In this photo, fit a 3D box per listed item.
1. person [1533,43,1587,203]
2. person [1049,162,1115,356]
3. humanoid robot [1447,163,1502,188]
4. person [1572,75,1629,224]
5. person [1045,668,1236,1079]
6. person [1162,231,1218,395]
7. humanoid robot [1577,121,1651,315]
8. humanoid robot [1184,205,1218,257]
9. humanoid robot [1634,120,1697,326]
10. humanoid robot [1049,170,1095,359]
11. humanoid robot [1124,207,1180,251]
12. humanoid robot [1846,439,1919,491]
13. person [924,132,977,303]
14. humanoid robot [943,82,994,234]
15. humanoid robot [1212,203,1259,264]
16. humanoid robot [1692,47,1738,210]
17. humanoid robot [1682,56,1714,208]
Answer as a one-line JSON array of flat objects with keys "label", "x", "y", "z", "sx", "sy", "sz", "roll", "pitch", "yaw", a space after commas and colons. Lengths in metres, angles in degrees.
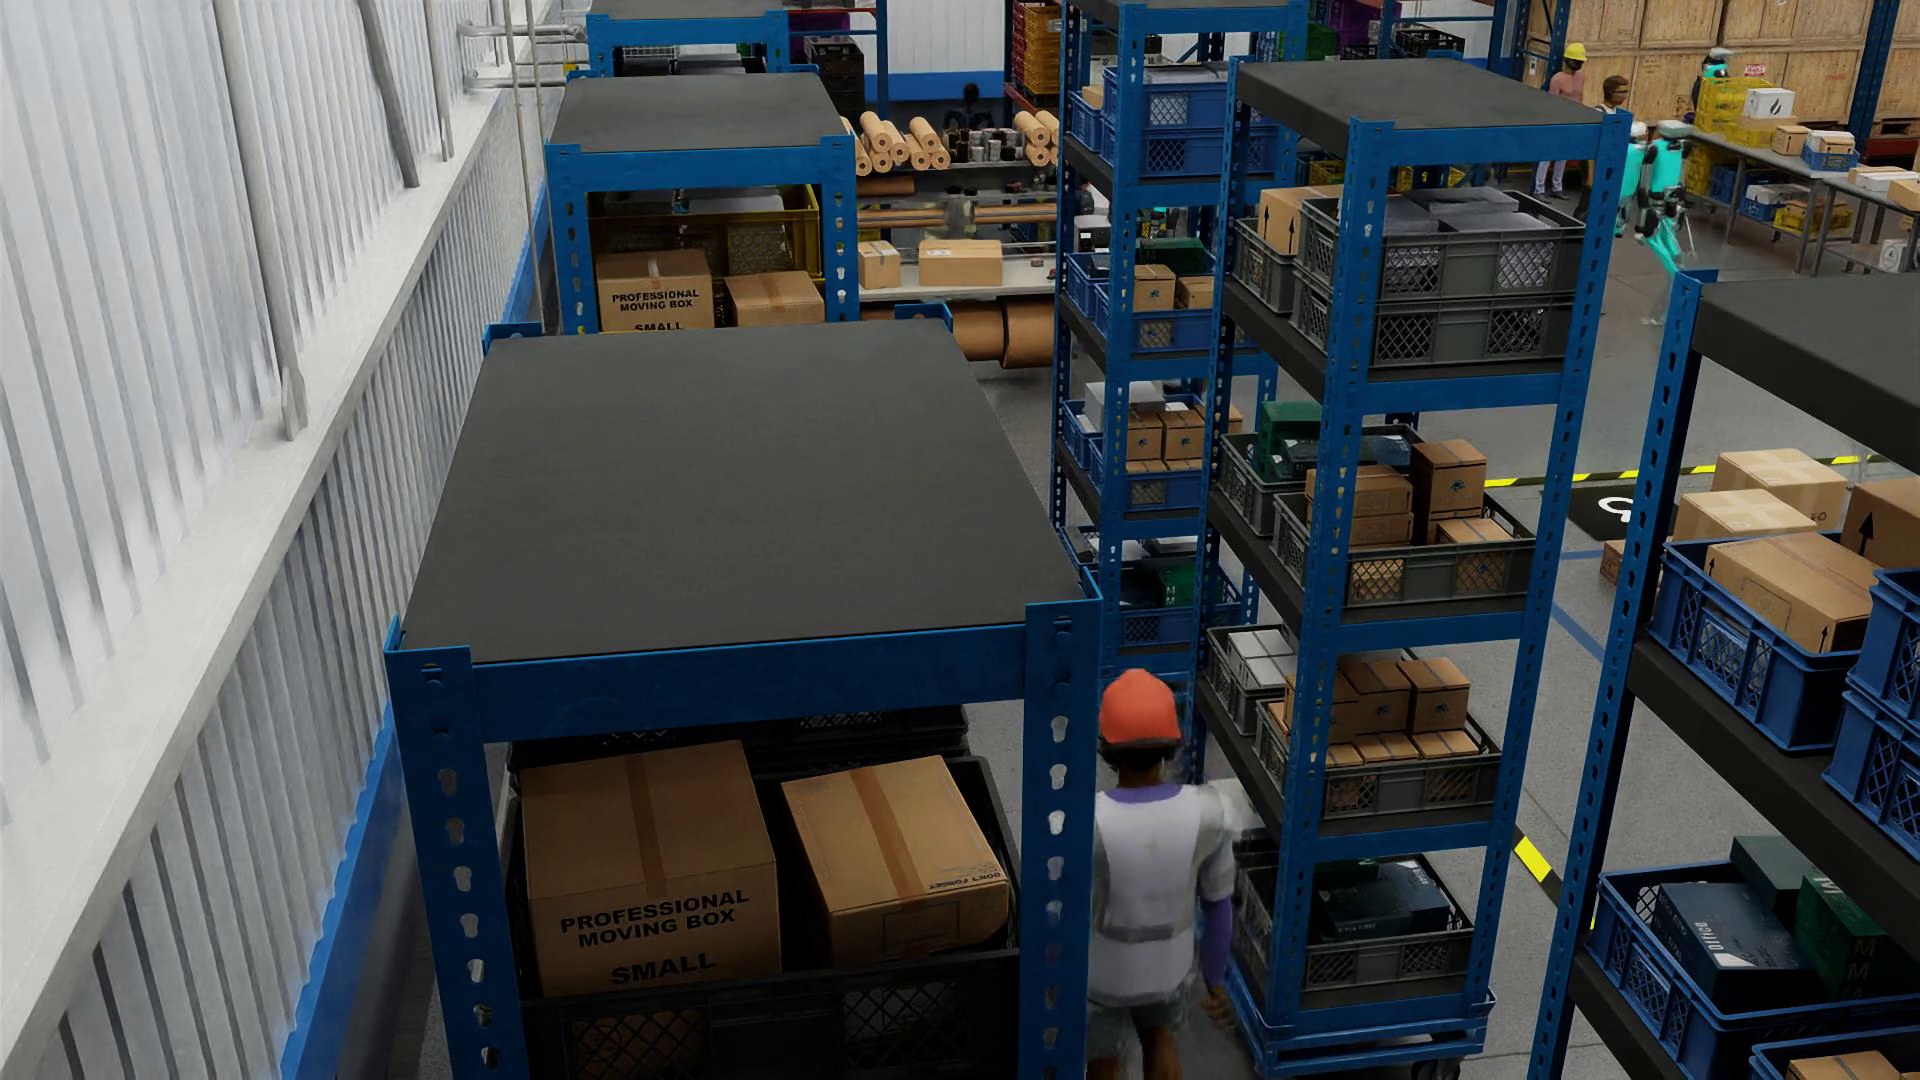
[{"label": "person", "x": 6.784, "y": -4.680, "z": 18.689, "sx": 0.526, "sy": 1.759, "sz": 0.337, "roll": -13, "pitch": 28, "yaw": -26}, {"label": "person", "x": 1.035, "y": -2.473, "z": 13.715, "sx": 0.590, "sy": 1.915, "sz": 0.405, "roll": 6, "pitch": 25, "yaw": 12}, {"label": "humanoid robot", "x": 5.250, "y": -3.853, "z": 17.051, "sx": 0.593, "sy": 1.635, "sz": 0.779, "roll": -2, "pitch": 25, "yaw": -4}, {"label": "person", "x": 6.249, "y": -3.621, "z": 16.302, "sx": 0.336, "sy": 1.836, "sz": 0.502, "roll": 21, "pitch": 32, "yaw": 38}, {"label": "person", "x": 0.541, "y": 1.335, "z": 5.293, "sx": 0.619, "sy": 2.026, "sz": 0.478, "roll": -5, "pitch": 25, "yaw": -12}, {"label": "person", "x": 1.523, "y": -1.216, "z": 11.100, "sx": 0.596, "sy": 1.818, "sz": 0.463, "roll": 21, "pitch": 32, "yaw": 38}, {"label": "humanoid robot", "x": 5.585, "y": -2.826, "z": 14.643, "sx": 0.535, "sy": 1.753, "sz": 0.721, "roll": -20, "pitch": 31, "yaw": -36}, {"label": "humanoid robot", "x": 2.491, "y": -3.650, "z": 16.482, "sx": 0.752, "sy": 1.772, "sz": 0.592, "roll": -21, "pitch": 32, "yaw": -38}, {"label": "humanoid robot", "x": 6.176, "y": -2.705, "z": 14.386, "sx": 0.548, "sy": 1.766, "sz": 0.674, "roll": -12, "pitch": 27, "yaw": -24}, {"label": "humanoid robot", "x": 0.979, "y": -2.282, "z": 13.572, "sx": 0.600, "sy": 1.647, "sz": 0.456, "roll": -13, "pitch": 28, "yaw": -26}, {"label": "humanoid robot", "x": 1.438, "y": -2.445, "z": 13.699, "sx": 0.533, "sy": 1.674, "sz": 0.735, "roll": 22, "pitch": 32, "yaw": 39}, {"label": "humanoid robot", "x": 6.181, "y": -1.010, "z": 10.819, "sx": 1.039, "sy": 1.770, "sz": 0.533, "roll": -11, "pitch": 27, "yaw": -23}, {"label": "person", "x": -0.063, "y": -2.465, "z": 13.810, "sx": 0.456, "sy": 1.808, "sz": 0.674, "roll": -10, "pitch": 27, "yaw": -21}, {"label": "humanoid robot", "x": 0.060, "y": -3.852, "z": 17.084, "sx": 0.585, "sy": 1.643, "sz": 0.793, "roll": 1, "pitch": 25, "yaw": 3}, {"label": "humanoid robot", "x": 2.516, "y": -2.936, "z": 15.069, "sx": 0.612, "sy": 1.649, "sz": 0.769, "roll": -1, "pitch": 25, "yaw": -2}, {"label": "humanoid robot", "x": 8.451, "y": -4.501, "z": 18.331, "sx": 0.732, "sy": 1.797, "sz": 0.555, "roll": 2, "pitch": 25, "yaw": 5}, {"label": "humanoid robot", "x": 8.170, "y": -4.529, "z": 18.455, "sx": 0.309, "sy": 1.656, "sz": 0.609, "roll": 15, "pitch": 29, "yaw": 30}]
